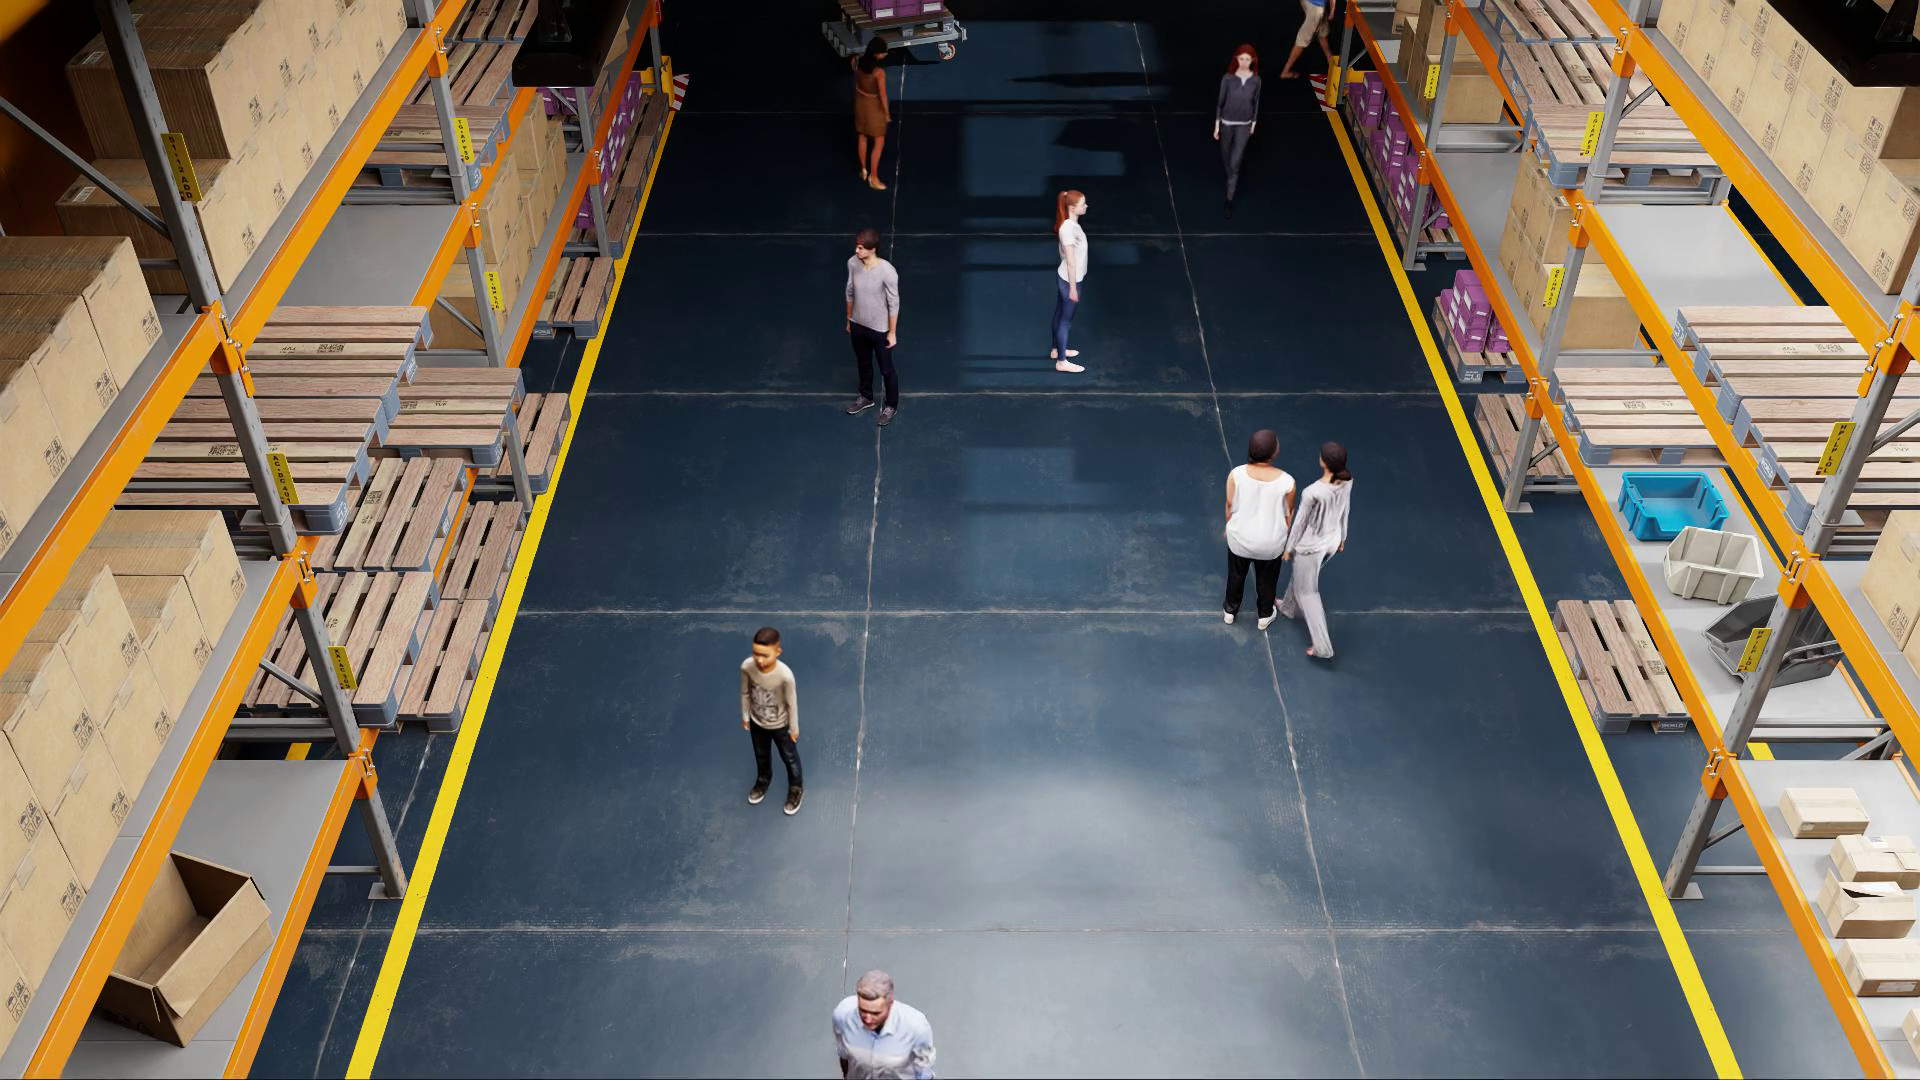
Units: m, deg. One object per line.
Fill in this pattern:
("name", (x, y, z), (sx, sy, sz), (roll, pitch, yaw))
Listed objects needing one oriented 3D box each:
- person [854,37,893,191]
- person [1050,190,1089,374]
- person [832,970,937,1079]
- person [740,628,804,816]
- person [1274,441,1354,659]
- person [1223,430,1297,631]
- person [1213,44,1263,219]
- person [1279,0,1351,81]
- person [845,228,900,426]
("person", (-1.004, -4.600, 17.781), (0.697, 1.666, 0.766), (21, 43, 24))
("person", (0.959, -2.328, 14.877), (0.638, 1.739, 0.479), (-3, 39, -4))
("person", (-0.357, 2.734, 8.492), (0.822, 1.797, 1.185), (6, 39, 8))
("person", (-1.209, 1.142, 10.755), (0.603, 1.461, 0.599), (13, 40, 15))
("person", (2.580, 0.091, 11.848), (0.933, 1.739, 1.110), (-21, 43, -24))
("person", (2.160, -0.074, 12.097), (0.736, 1.686, 0.733), (13, 40, 16))
("person", (2.871, -4.346, 17.408), (0.784, 1.735, 1.234), (9, 39, 11))
("person", (4.177, -6.361, 19.879), (0.998, 1.800, 1.231), (-12, 40, -15))
("person", (-0.737, -1.841, 14.185), (0.731, 1.842, 0.734), (23, 44, 26))
